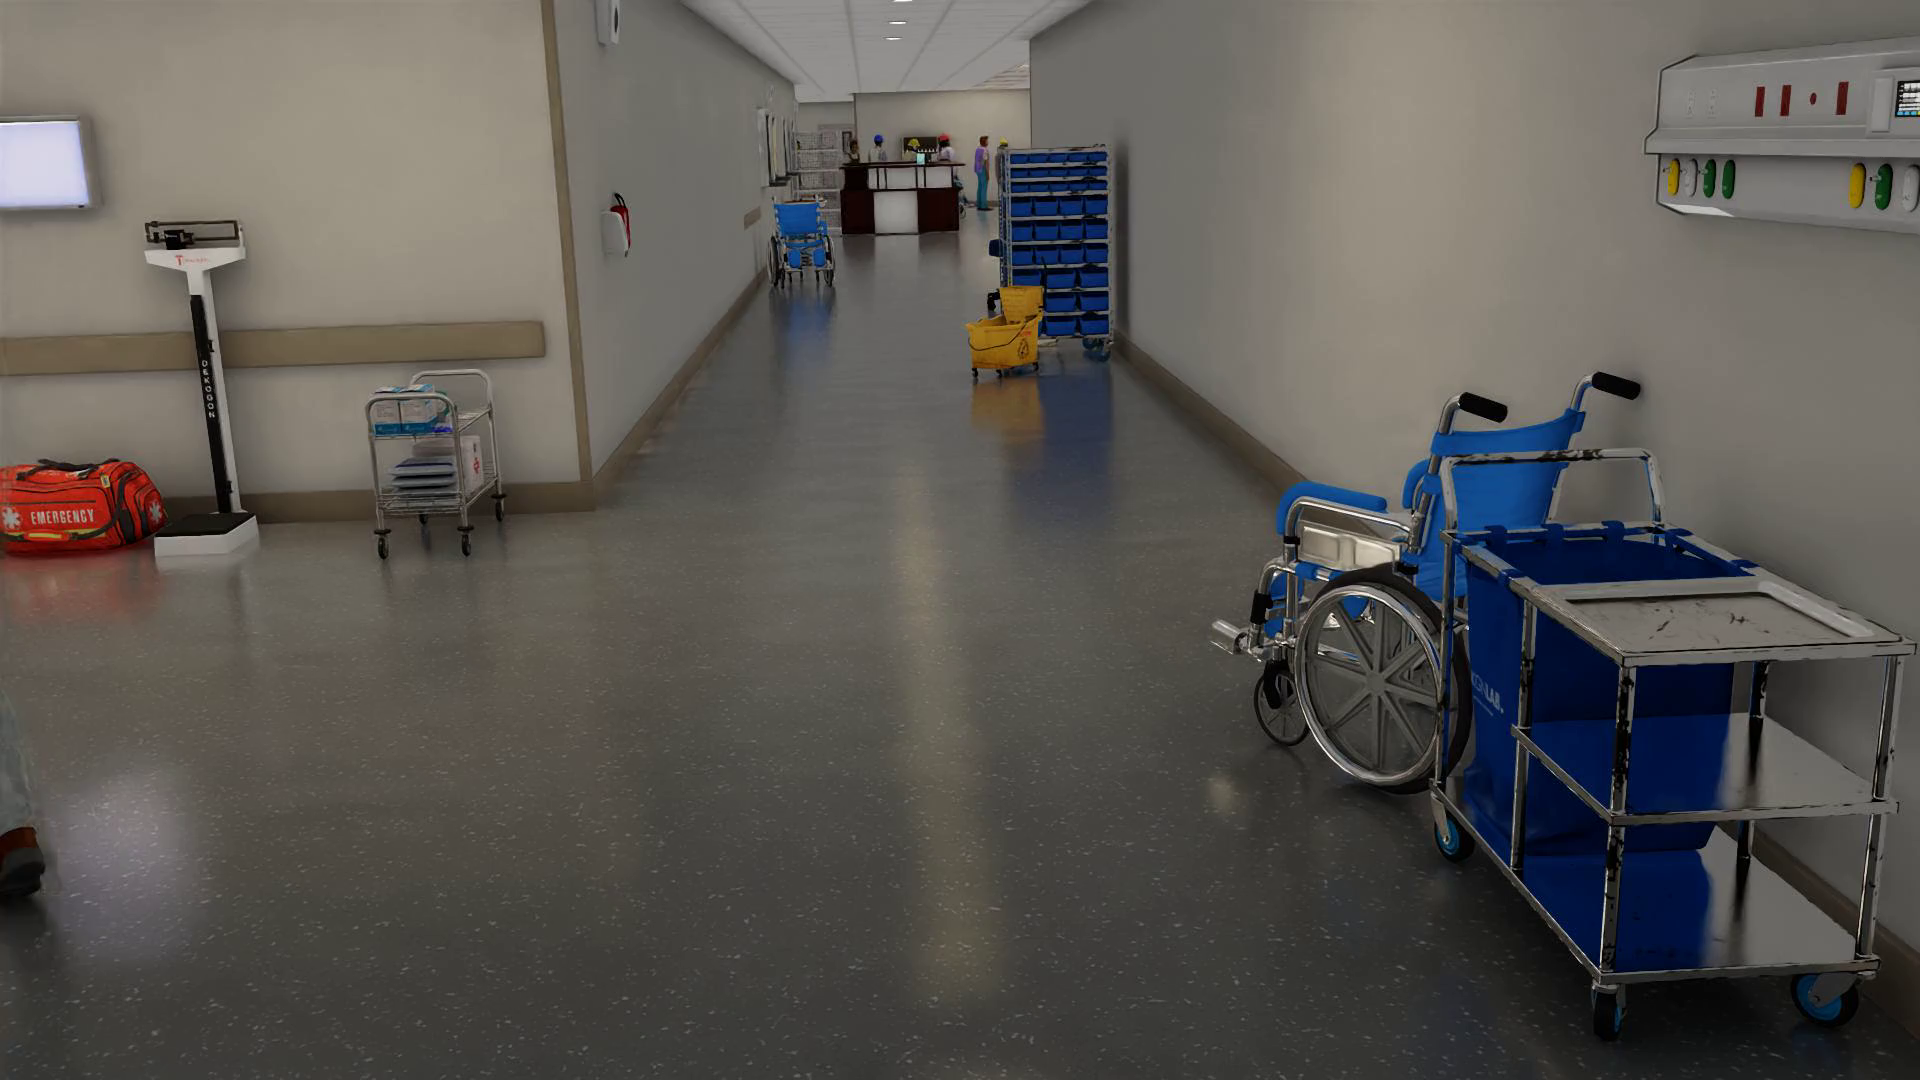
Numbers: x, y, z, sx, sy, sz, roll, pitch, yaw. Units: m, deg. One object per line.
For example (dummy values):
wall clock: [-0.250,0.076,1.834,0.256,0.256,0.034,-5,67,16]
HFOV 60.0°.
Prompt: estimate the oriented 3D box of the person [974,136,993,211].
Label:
person: [0.560,-9.173,41.626,0.373,1.843,0.571,-7,15,-23]

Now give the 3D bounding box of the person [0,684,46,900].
person: [-2.730,0.002,4.182,0.639,1.911,0.922,-14,18,-41]

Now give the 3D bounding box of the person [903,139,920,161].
person: [-1.102,-8.605,39.546,0.404,1.826,0.598,-12,17,-37]

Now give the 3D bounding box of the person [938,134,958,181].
person: [-0.305,-9.013,40.907,0.522,1.914,0.556,5,15,26]

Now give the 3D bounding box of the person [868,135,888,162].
person: [-2.068,-9.373,42.548,0.615,1.942,0.408,8,17,35]

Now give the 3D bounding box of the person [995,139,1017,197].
person: [1.132,-8.882,40.559,0.544,1.740,0.395,-1,14,2]
